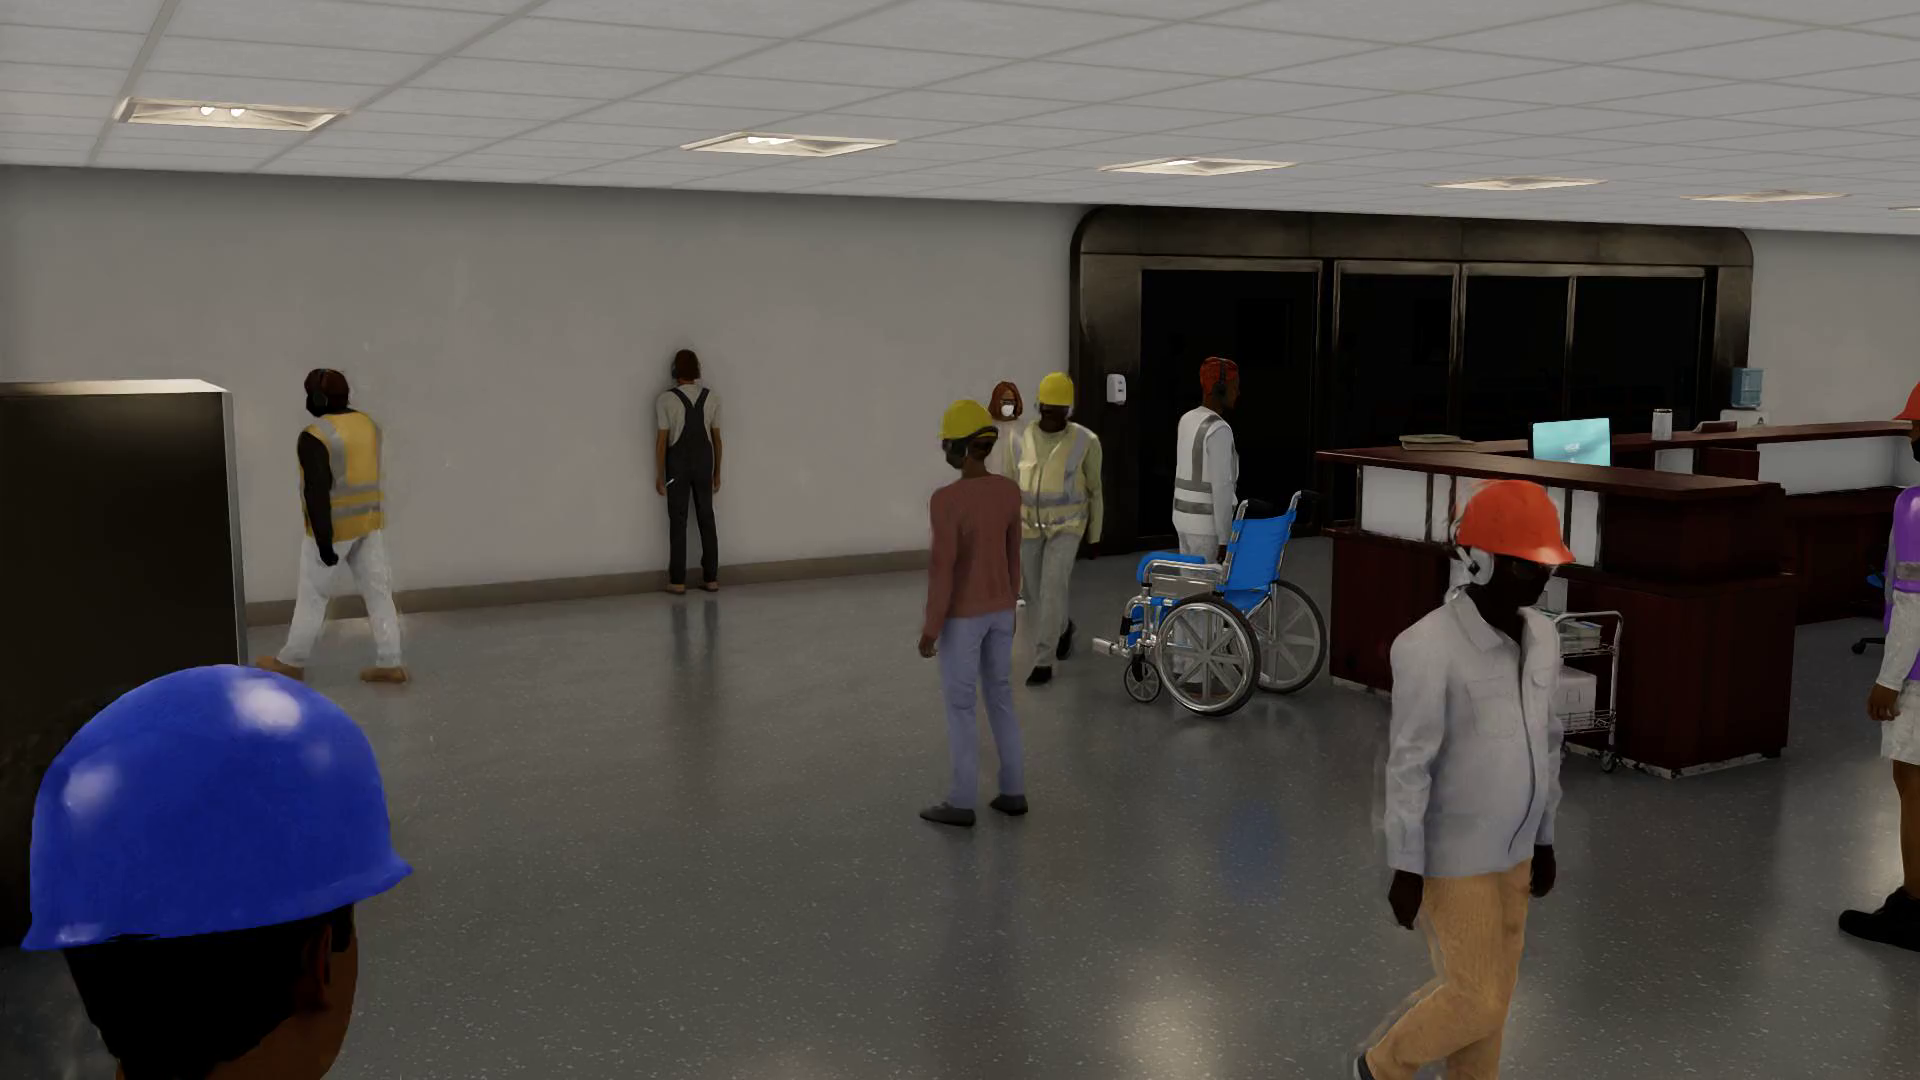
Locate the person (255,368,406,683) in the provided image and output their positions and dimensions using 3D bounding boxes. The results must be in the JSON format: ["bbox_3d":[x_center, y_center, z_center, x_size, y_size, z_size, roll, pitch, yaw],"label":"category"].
[{"bbox_3d":[-3.576,-0.070,9.466,0.876,1.799,0.634,3,8,22],"label":"person"}]

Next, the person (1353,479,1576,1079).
[{"bbox_3d":[1.241,0.712,3.997,0.585,1.736,0.419,-6,10,-39],"label":"person"}]

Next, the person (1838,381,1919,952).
[{"bbox_3d":[3.239,0.399,5.558,0.545,1.939,0.354,-5,9,-31],"label":"person"}]

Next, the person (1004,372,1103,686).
[{"bbox_3d":[0.554,-0.096,9.726,0.583,1.789,0.873,4,9,24],"label":"person"}]

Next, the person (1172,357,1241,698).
[{"bbox_3d":[1.359,-0.064,9.143,0.362,1.879,0.582,-2,8,-12],"label":"person"}]

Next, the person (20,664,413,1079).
[{"bbox_3d":[-0.525,1.046,1.078,0.650,1.886,1.027,3,8,19],"label":"person"}]

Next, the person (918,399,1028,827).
[{"bbox_3d":[0.052,0.308,6.872,0.368,1.774,0.552,7,11,42],"label":"person"}]

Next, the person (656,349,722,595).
[{"bbox_3d":[-2.033,-0.507,12.480,0.506,1.838,0.339,-4,9,-29],"label":"person"}]

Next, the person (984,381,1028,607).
[{"bbox_3d":[0.313,-0.325,11.934,0.506,1.628,0.286,-1,8,-4],"label":"person"}]
